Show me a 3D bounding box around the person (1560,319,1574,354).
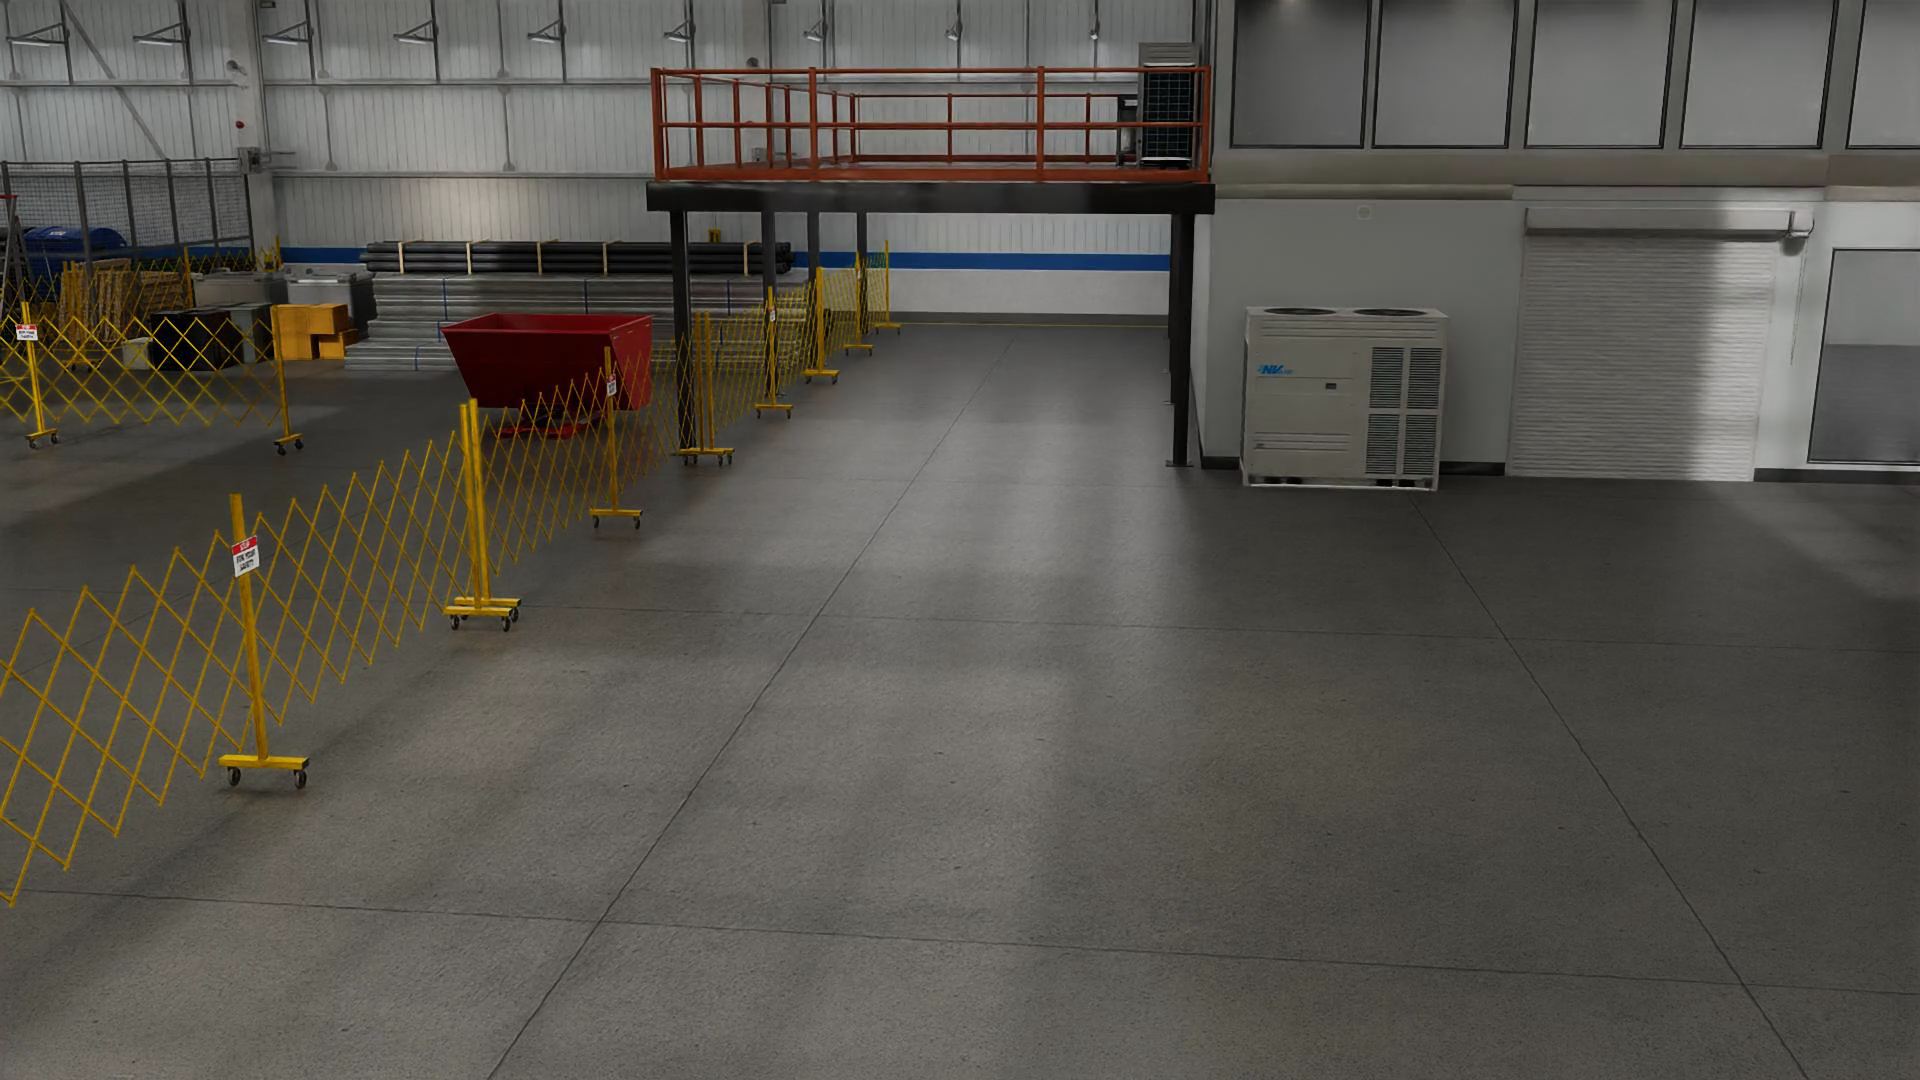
[{"bbox_3d":[6.475,-1.712,17.845,0.547,1.887,0.651,1,14,3],"label":"person"}]
